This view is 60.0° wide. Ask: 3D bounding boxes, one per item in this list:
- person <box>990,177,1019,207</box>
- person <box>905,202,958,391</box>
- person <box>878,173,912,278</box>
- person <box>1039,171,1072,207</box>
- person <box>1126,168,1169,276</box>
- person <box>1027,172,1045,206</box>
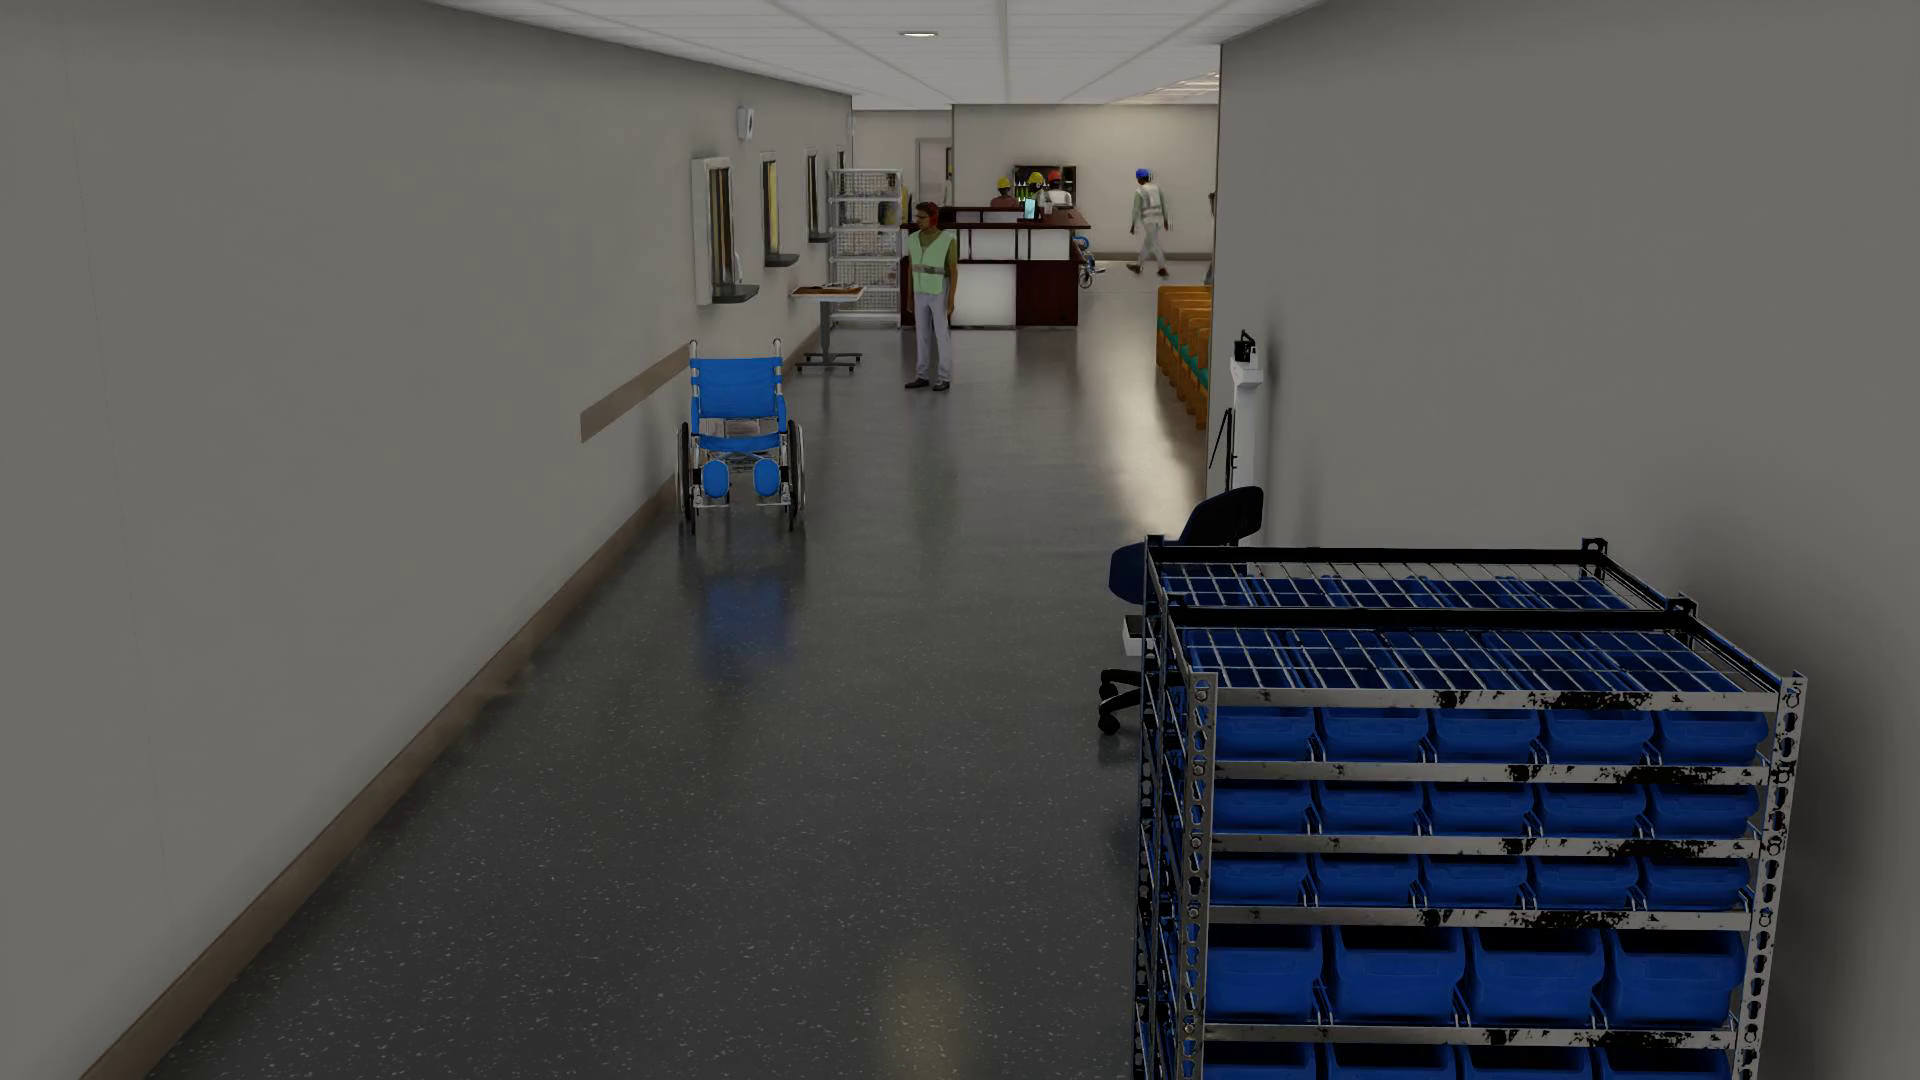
[{"bbox_3d":[0.734,-5.143,27.692,0.518,1.757,0.338,5,15,21],"label":"person"},{"bbox_3d":[-0.268,-2.391,16.350,0.565,1.838,0.387,10,17,34],"label":"person"},{"bbox_3d":[-1.143,-5.451,28.787,0.656,1.829,0.449,-10,17,-35],"label":"person"},{"bbox_3d":[1.570,-5.112,27.349,0.562,1.880,1.027,-3,14,-13],"label":"person"},{"bbox_3d":[3.324,-5.613,29.376,0.616,1.857,1.058,-12,18,-40],"label":"person"},{"bbox_3d":[1.311,-5.358,28.435,0.403,1.827,0.591,-1,14,-3],"label":"person"}]
